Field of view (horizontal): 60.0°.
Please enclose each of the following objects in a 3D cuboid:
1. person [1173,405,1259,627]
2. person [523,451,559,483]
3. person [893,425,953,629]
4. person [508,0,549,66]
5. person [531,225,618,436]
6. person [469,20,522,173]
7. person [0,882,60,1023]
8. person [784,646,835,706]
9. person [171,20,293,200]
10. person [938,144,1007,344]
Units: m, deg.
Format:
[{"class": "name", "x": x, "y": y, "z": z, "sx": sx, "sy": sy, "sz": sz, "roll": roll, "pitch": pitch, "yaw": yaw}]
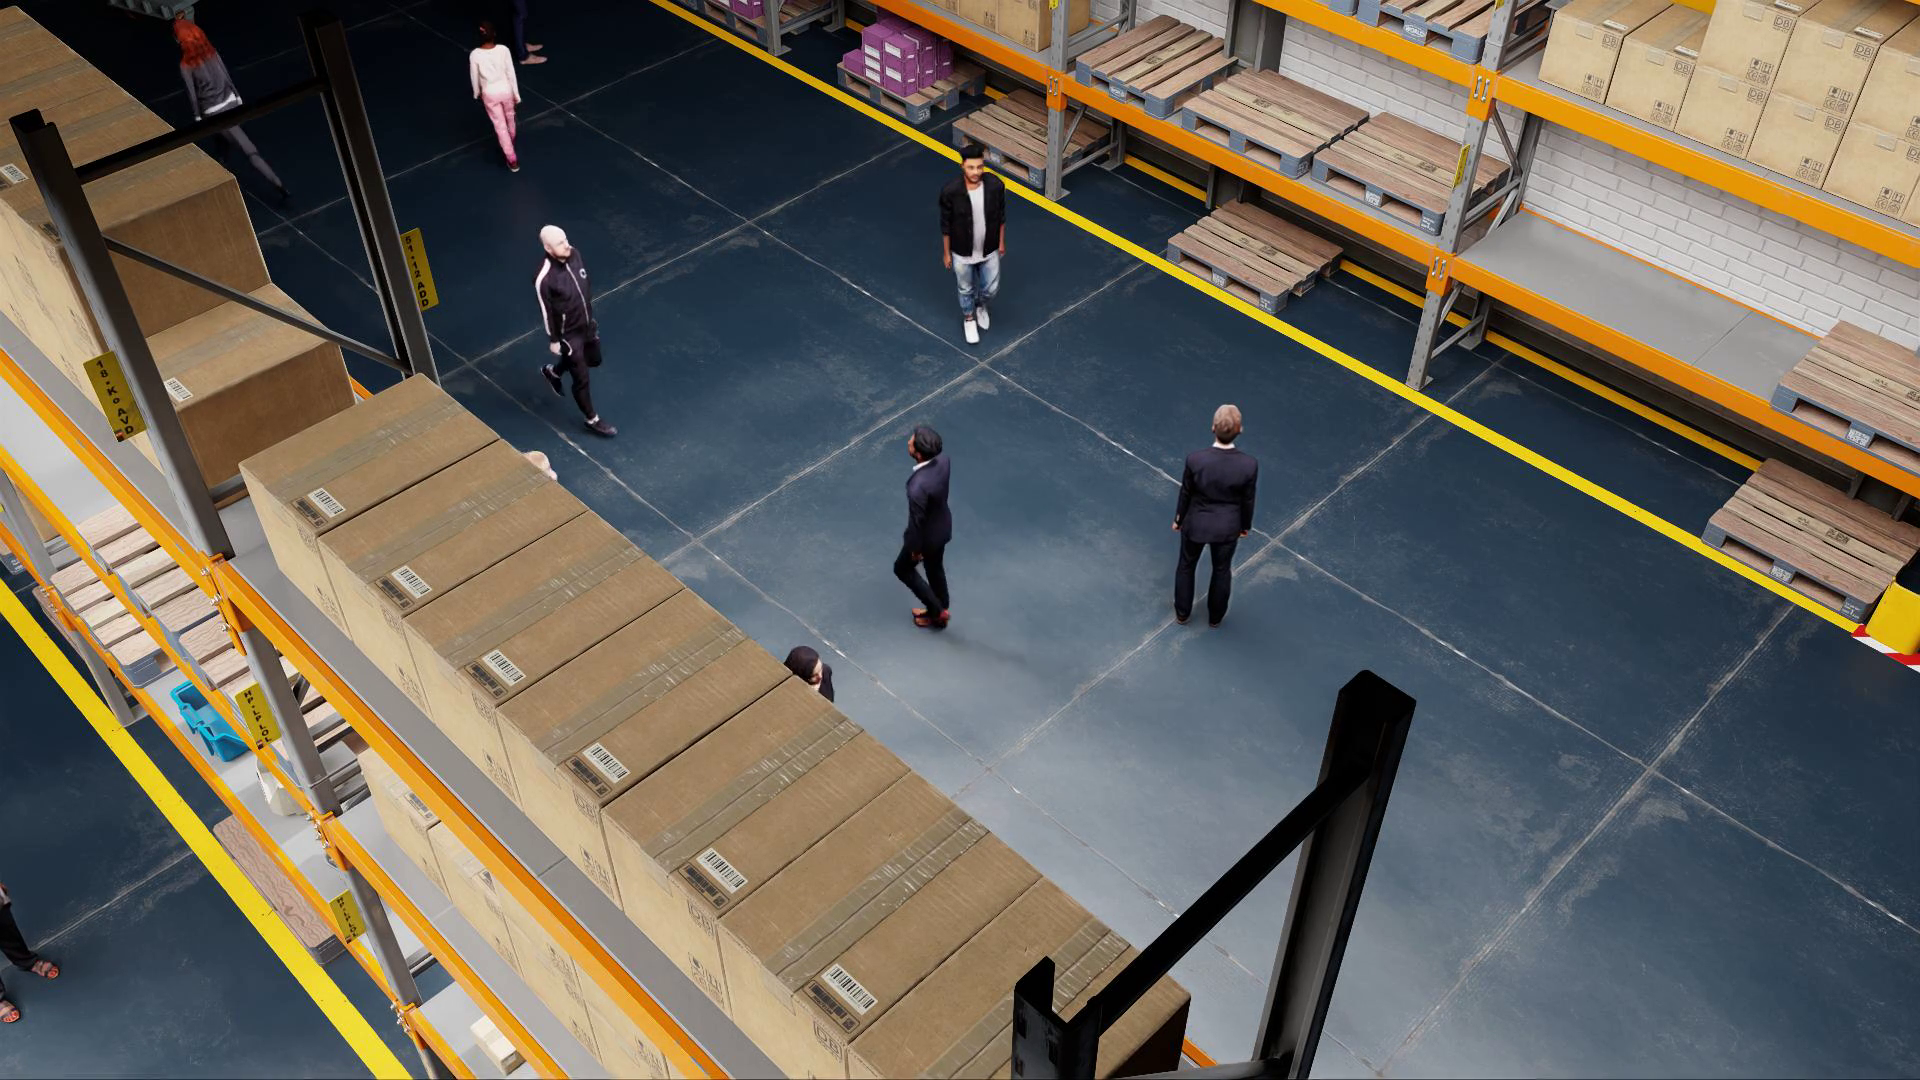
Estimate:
[{"class": "person", "x": 1.667, "y": -0.144, "z": 11.040, "sx": 0.749, "sy": 1.813, "sz": 0.824, "roll": 3, "pitch": 44, "yaw": 3}, {"class": "person", "x": -2.875, "y": -0.128, "z": 11.430, "sx": 0.880, "sy": 1.252, "sz": 0.664, "roll": 19, "pitch": 47, "yaw": 19}, {"class": "person", "x": -0.132, "y": -0.022, "z": 10.984, "sx": 0.746, "sy": 1.715, "sz": 0.757, "roll": 16, "pitch": 46, "yaw": 17}, {"class": "person", "x": -4.606, "y": -5.780, "z": 16.930, "sx": 0.844, "sy": 1.850, "sz": 0.722, "roll": -11, "pitch": 45, "yaw": -11}, {"class": "person", "x": -3.010, "y": -1.605, "z": 12.569, "sx": 1.085, "sy": 1.820, "sz": 0.884, "roll": 18, "pitch": 47, "yaw": 18}, {"class": "person", "x": -4.299, "y": -4.124, "z": 15.510, "sx": 0.740, "sy": 1.410, "sz": 1.020, "roll": -19, "pitch": 47, "yaw": -19}, {"class": "person", "x": -5.380, "y": 1.970, "z": 8.965, "sx": 0.773, "sy": 1.615, "sz": 0.736, "roll": 16, "pitch": 46, "yaw": 16}, {"class": "person", "x": -0.923, "y": 1.190, "z": 9.666, "sx": 0.892, "sy": 1.777, "sz": 0.654, "roll": 32, "pitch": 52, "yaw": 29}, {"class": "person", "x": -6.529, "y": -3.783, "z": 14.934, "sx": 1.295, "sy": 1.712, "sz": 0.948, "roll": 16, "pitch": 46, "yaw": 16}, {"class": "person", "x": 0.099, "y": -2.458, "z": 13.478, "sx": 0.839, "sy": 1.802, "sz": 0.875, "roll": -6, "pitch": 44, "yaw": -7}]
